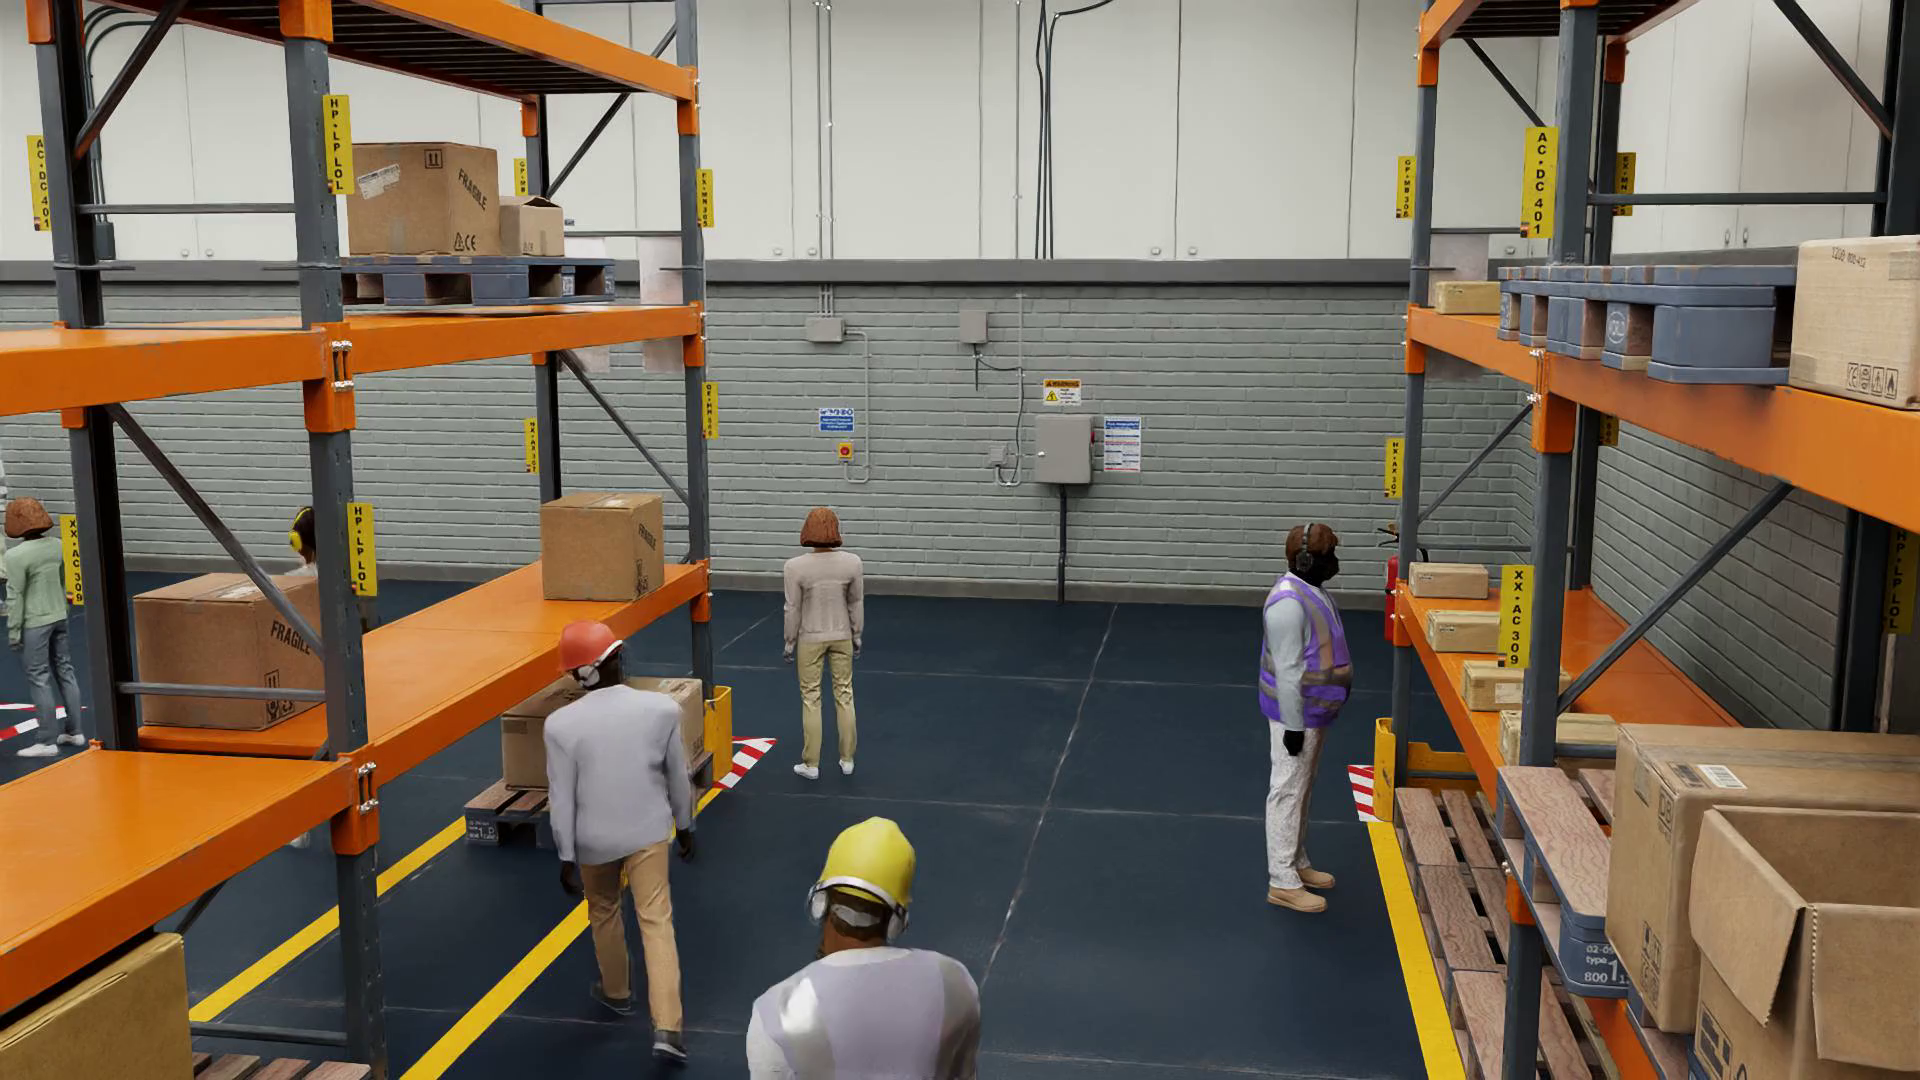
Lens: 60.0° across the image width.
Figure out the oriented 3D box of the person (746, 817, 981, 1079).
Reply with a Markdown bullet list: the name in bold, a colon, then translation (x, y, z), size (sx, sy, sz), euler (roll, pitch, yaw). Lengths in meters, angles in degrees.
- **person**: translation (-0.210, 1.539, 3.775), size (0.612, 1.790, 0.538), euler (-5, 10, -26)

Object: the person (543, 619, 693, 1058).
- **person**: translation (-1.312, 1.144, 6.493), size (0.584, 1.696, 0.888), euler (-4, 10, -24)

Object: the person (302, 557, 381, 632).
- **person**: translation (-3.749, 0.583, 10.160), size (0.538, 1.636, 0.377), euler (3, 10, 16)

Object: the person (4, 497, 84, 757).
- **person**: translation (-5.773, 0.540, 10.443), size (0.277, 1.627, 0.502), euler (1, 9, 9)

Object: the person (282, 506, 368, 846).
- **person**: translation (-3.320, 0.734, 8.617), size (0.555, 1.825, 0.914), euler (-9, 13, -44)

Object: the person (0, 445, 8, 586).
- **person**: translation (-9.435, -0.410, 15.961), size (0.574, 1.738, 0.352), euler (3, 10, 19)

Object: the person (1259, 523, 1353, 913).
- **person**: translation (1.658, 0.831, 7.985), size (0.430, 1.845, 0.619), euler (4, 10, 22)

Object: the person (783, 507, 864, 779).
- **person**: translation (-0.816, 0.614, 9.959), size (0.507, 1.633, 0.278), euler (-4, 10, -23)
